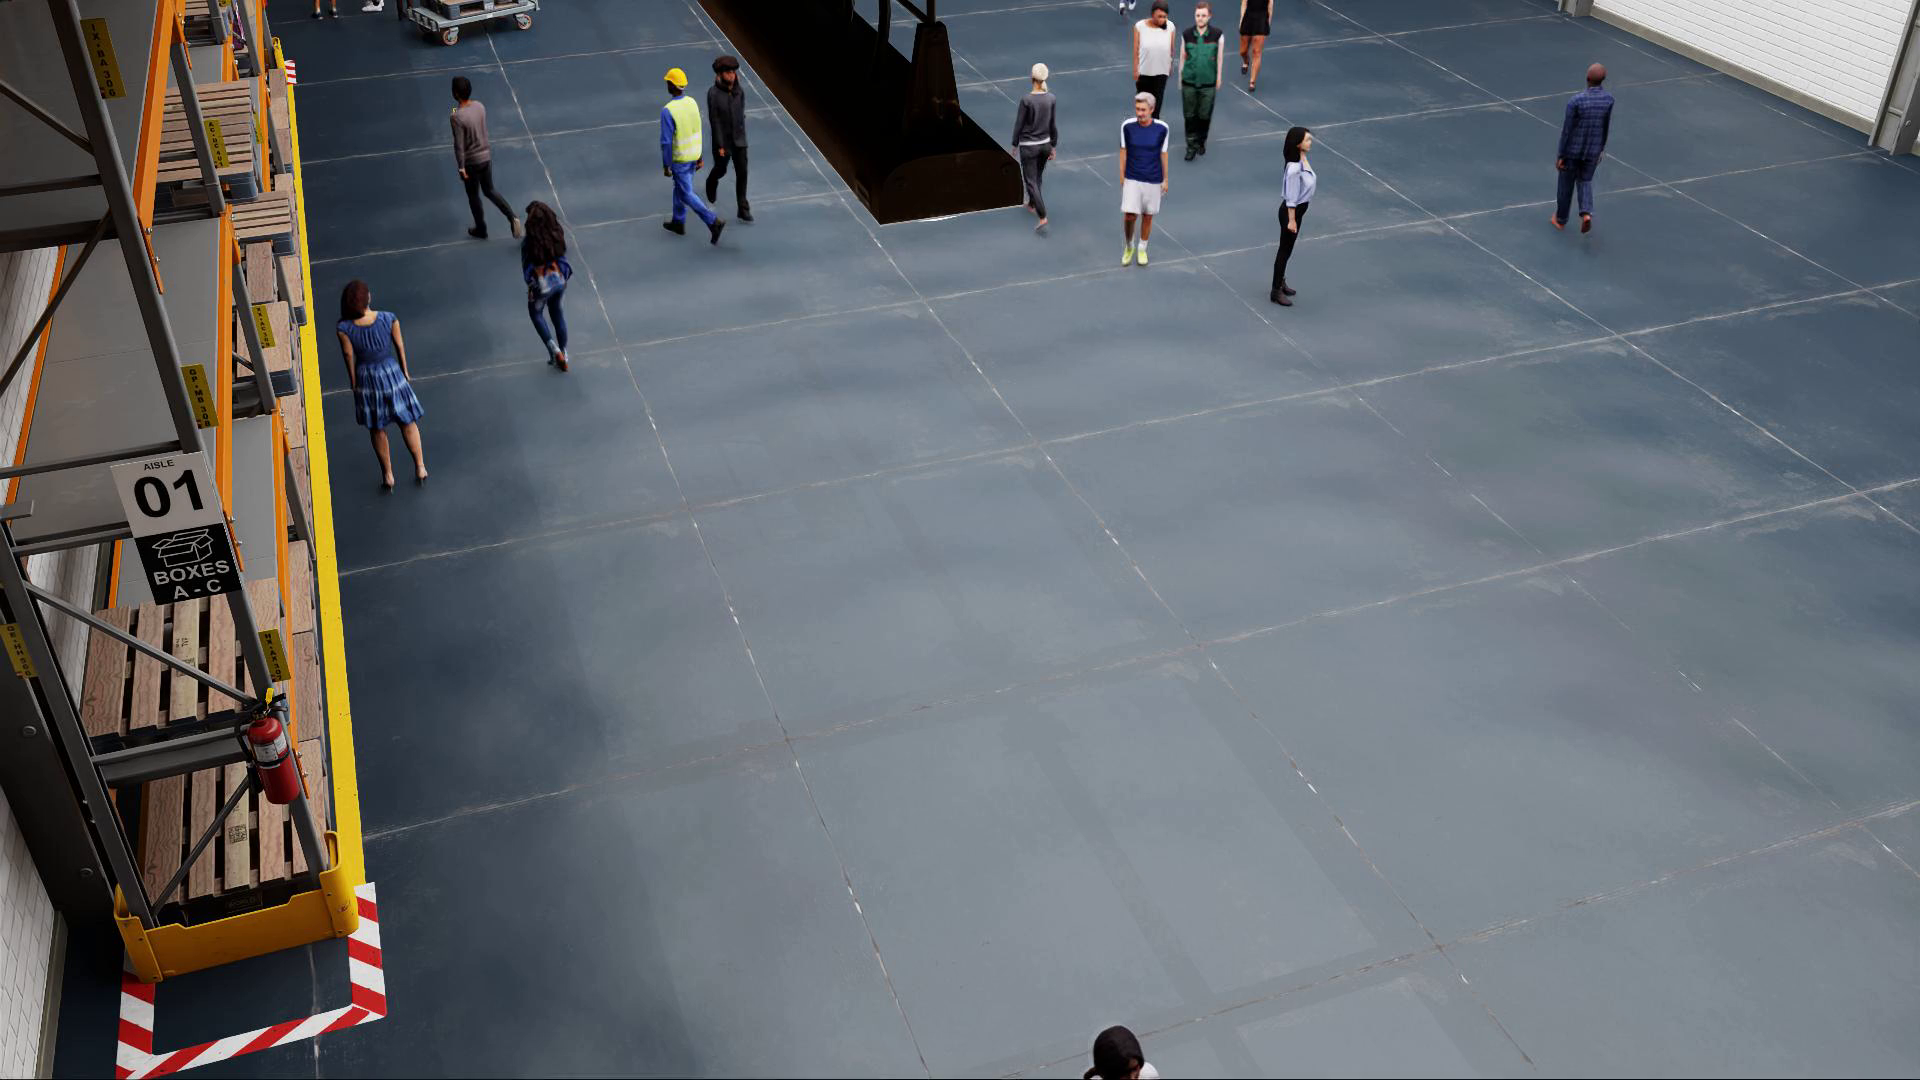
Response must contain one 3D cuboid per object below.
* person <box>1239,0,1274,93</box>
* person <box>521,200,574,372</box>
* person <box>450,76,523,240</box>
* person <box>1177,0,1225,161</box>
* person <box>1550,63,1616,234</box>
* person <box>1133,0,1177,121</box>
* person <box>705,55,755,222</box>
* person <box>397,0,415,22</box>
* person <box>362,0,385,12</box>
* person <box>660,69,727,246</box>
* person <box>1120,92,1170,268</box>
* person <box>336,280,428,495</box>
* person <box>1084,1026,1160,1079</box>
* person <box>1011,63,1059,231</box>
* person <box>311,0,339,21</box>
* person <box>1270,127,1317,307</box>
[{"bbox_3d":[3.808,-6.654,21.379,0.804,1.664,0.927,6,34,9],"label":"person"},{"bbox_3d":[-3.630,-2.223,14.761,0.719,1.611,0.722,-25,41,-32],"label":"person"},{"bbox_3d":[-4.925,-3.895,17.146,1.079,1.754,0.983,27,42,34],"label":"person"},{"bbox_3d":[2.772,-5.305,19.198,0.800,1.832,0.846,7,34,11],"label":"person"},{"bbox_3d":[6.516,-4.038,17.314,0.811,1.806,0.987,-2,34,-3],"label":"person"},{"bbox_3d":[2.288,-5.629,19.855,0.940,1.644,1.171,1,34,2],"label":"person"},{"bbox_3d":[-2.514,-4.304,17.756,0.755,1.761,1.084,-21,39,-28],"label":"person"},{"bbox_3d":[-8.073,-8.169,24.004,0.569,1.282,0.622,11,35,16],"label":"person"},{"bbox_3d":[-8.697,-8.681,24.290,0.843,1.818,0.660,-1,34,-1],"label":"person"},{"bbox_3d":[-2.787,-3.921,17.160,1.236,1.782,1.085,19,38,27],"label":"person"},{"bbox_3d":[1.844,-3.654,16.730,0.762,1.814,0.782,2,34,3],"label":"person"},{"bbox_3d":[-4.536,-1.201,13.046,0.671,1.808,0.578,-14,36,-19],"label":"person"},{"bbox_3d":[0.649,2.727,7.216,0.638,1.719,0.596,-22,39,-29],"label":"person"},{"bbox_3d":[0.820,-4.134,17.554,0.686,1.701,1.091,-16,37,-22],"label":"person"},{"bbox_3d":[-9.223,-8.402,23.912,0.690,1.771,0.680,-23,40,-30],"label":"person"},{"bbox_3d":[3.188,-3.129,16.005,0.794,1.743,0.707,10,35,15],"label":"person"}]
